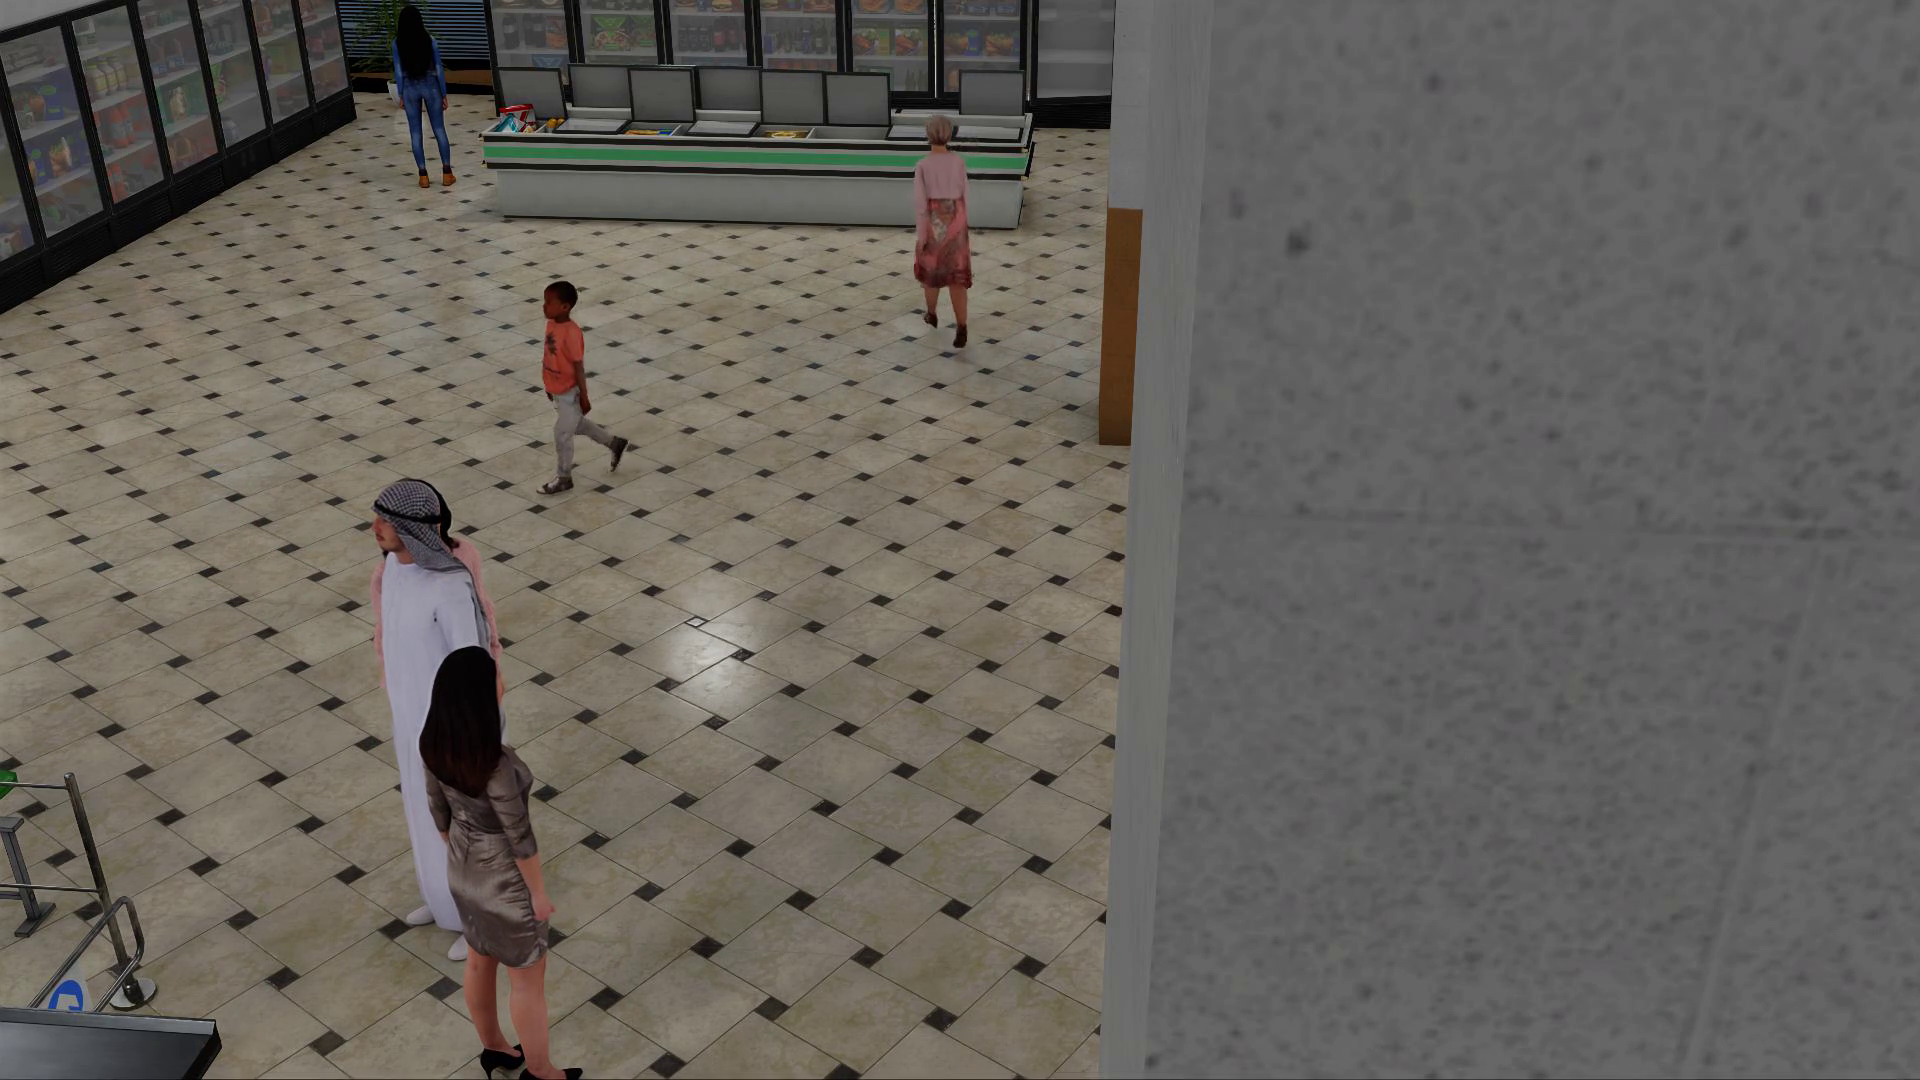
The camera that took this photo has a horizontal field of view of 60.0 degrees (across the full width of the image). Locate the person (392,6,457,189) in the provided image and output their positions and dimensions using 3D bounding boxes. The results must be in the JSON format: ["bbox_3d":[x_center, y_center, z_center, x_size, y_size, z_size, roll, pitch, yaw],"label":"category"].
[{"bbox_3d":[-5.225,-4.303,16.153,0.588,1.712,0.736,-7,28,-14],"label":"person"}]

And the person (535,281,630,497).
[{"bbox_3d":[-2.293,-0.925,9.957,0.918,1.291,0.809,-17,32,-30],"label":"person"}]

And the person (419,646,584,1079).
[{"bbox_3d":[-1.519,1.115,5.430,0.606,1.746,0.727,17,31,30],"label":"person"}]

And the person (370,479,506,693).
[{"bbox_3d":[-2.018,0.562,6.496,0.715,1.769,0.777,-20,33,-34],"label":"person"}]

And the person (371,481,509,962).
[{"bbox_3d":[-1.913,0.655,6.138,0.794,1.926,0.871,24,36,39],"label":"person"}]

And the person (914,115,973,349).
[{"bbox_3d":[-0.084,-2.195,12.061,1.089,1.653,0.845,-6,27,-11],"label":"person"}]
